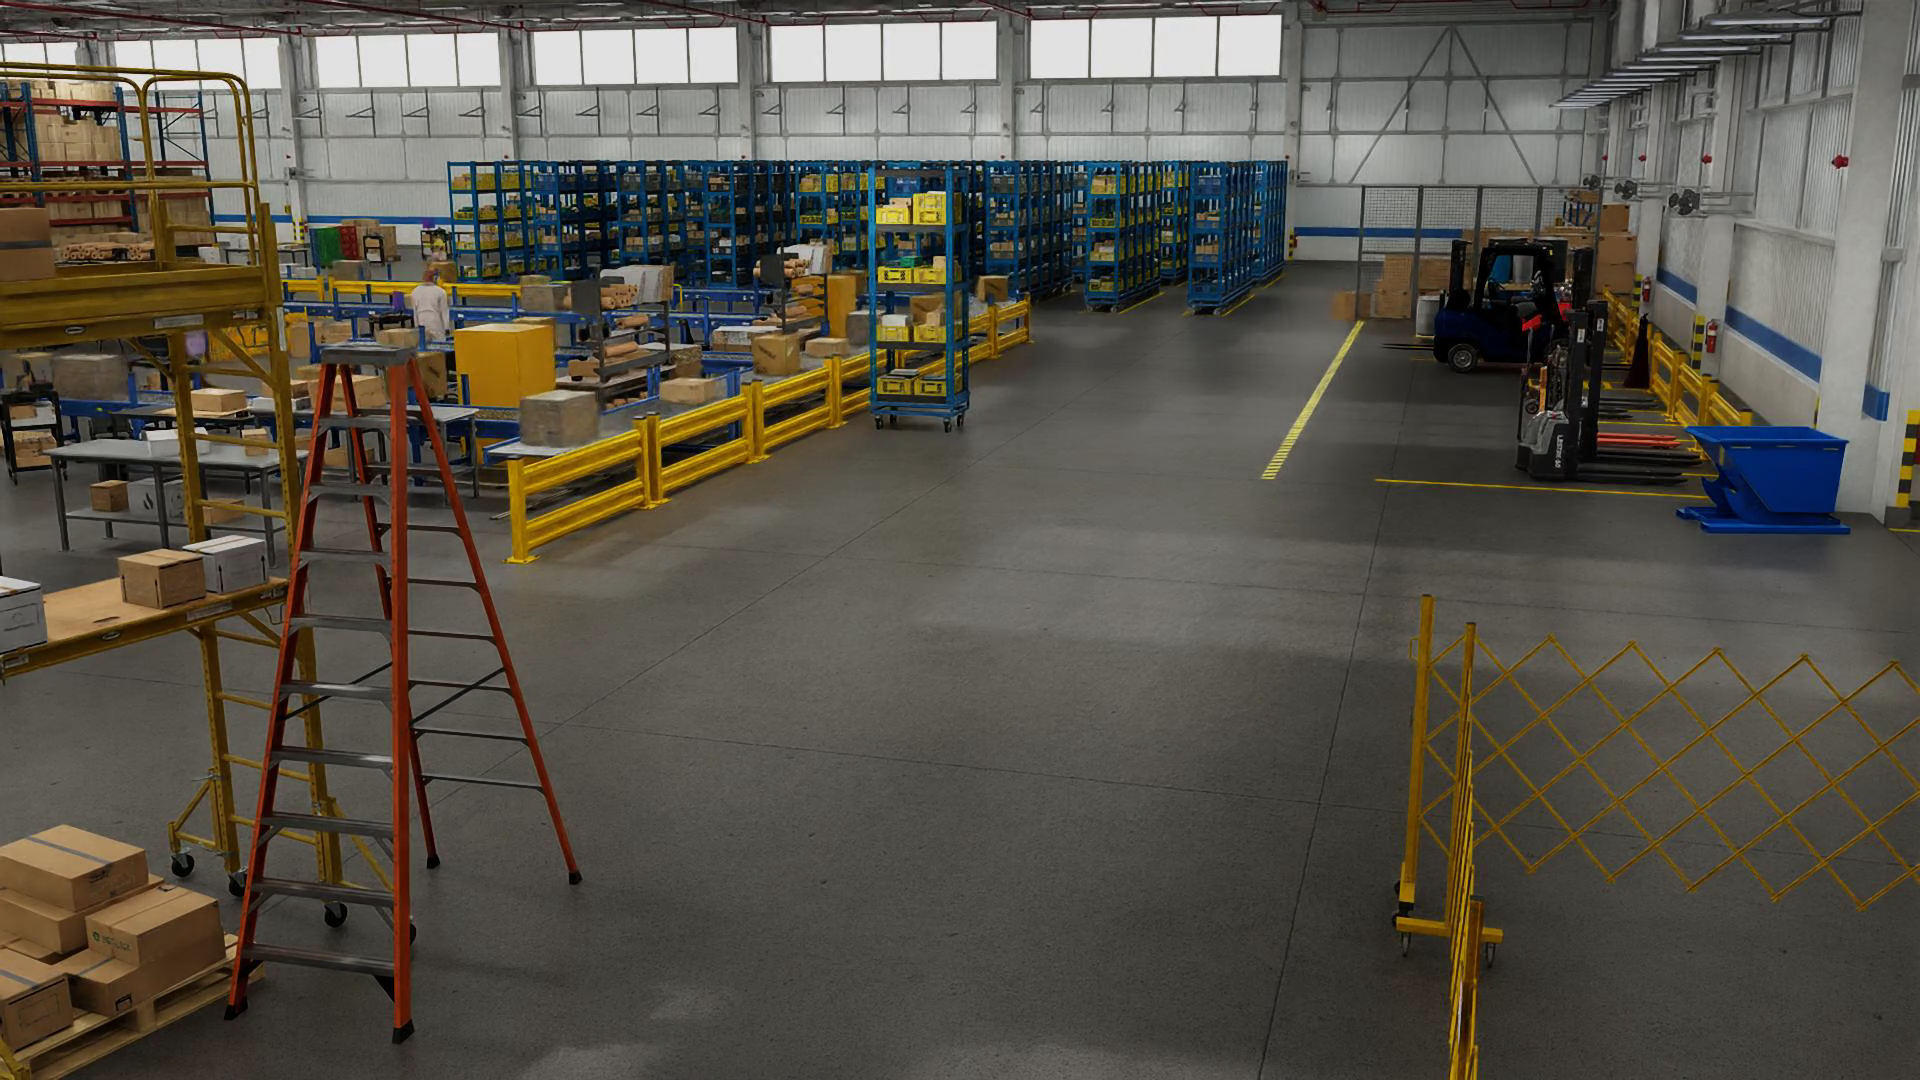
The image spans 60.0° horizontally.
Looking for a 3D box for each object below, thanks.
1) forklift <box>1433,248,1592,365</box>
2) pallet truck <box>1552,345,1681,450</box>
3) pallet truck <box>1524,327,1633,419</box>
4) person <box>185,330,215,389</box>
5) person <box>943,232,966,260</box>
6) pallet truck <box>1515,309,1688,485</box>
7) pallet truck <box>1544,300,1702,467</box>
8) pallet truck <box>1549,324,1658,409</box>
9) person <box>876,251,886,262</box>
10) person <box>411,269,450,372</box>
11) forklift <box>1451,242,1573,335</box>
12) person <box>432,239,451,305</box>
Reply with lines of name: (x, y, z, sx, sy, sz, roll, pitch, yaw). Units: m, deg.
forklift: (9.780, -4.111, 29.280, 2.680, 1.987, 1.157, 3, 13, 14)
pallet truck: (8.641, -1.896, 21.908, 1.630, 1.274, 0.653, 4, 14, 16)
pallet truck: (9.065, -2.460, 24.370, 1.522, 1.261, 0.704, 3, 13, 14)
person: (-11.030, -2.743, 24.042, 0.985, 2.011, 0.618, 1, 13, 6)
person: (-0.127, -8.733, 50.011, 0.956, 1.941, 0.711, -9, 16, -33)
pallet truck: (7.554, -1.677, 19.446, 1.885, 1.965, 0.823, 3, 13, 14)
pallet truck: (8.263, -1.952, 20.631, 1.885, 1.965, 0.823, 5, 14, 20)
pallet truck: (9.824, -2.669, 25.407, 1.601, 1.201, 0.680, 4, 14, 16)
person: (-2.385, -8.760, 50.458, 0.919, 1.810, 0.582, 6, 14, 23)
person: (-8.891, -3.615, 28.050, 0.640, 1.897, 0.398, 3, 13, 11)
forklift: (10.464, -4.597, 31.405, 2.680, 1.987, 1.157, 4, 14, 16)
person: (-12.991, -6.647, 41.476, 0.816, 1.734, 0.529, 4, 14, 18)
